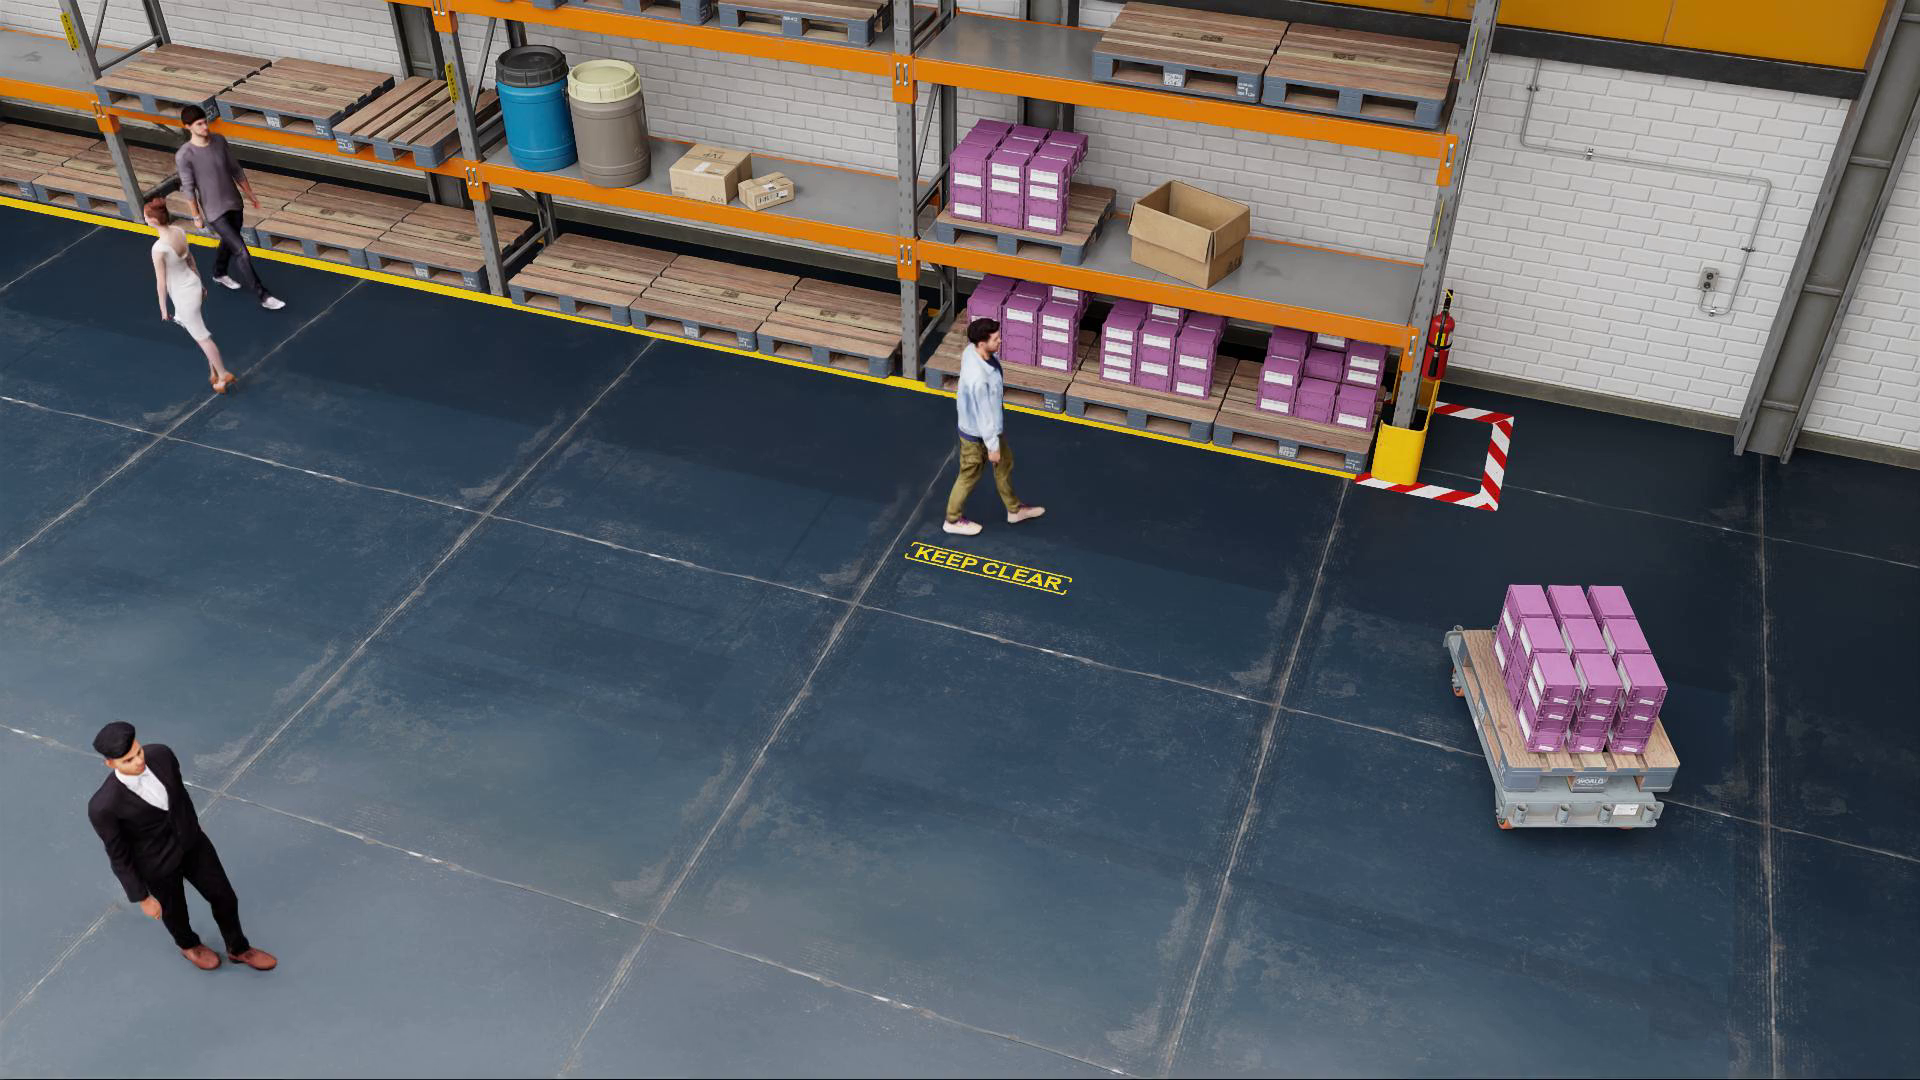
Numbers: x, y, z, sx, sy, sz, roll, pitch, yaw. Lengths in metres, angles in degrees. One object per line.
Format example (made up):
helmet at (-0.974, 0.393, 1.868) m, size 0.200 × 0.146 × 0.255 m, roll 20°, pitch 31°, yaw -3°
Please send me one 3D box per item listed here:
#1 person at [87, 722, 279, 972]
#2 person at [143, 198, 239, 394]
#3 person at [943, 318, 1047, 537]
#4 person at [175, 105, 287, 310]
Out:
person at (-4.242, 1.607, 8.746) m, size 0.858 × 1.863 × 0.769 m, roll 17°, pitch 42°, yaw 20°
person at (-6.042, -1.902, 13.204) m, size 0.675 × 1.782 × 0.664 m, roll 4°, pitch 39°, yaw 6°
person at (0.052, -0.777, 11.793) m, size 1.068 × 1.785 × 0.851 m, roll 3°, pitch 39°, yaw 4°
person at (-6.467, -2.906, 14.441) m, size 1.175 × 1.807 × 0.756 m, roll 16°, pitch 41°, yaw 19°
